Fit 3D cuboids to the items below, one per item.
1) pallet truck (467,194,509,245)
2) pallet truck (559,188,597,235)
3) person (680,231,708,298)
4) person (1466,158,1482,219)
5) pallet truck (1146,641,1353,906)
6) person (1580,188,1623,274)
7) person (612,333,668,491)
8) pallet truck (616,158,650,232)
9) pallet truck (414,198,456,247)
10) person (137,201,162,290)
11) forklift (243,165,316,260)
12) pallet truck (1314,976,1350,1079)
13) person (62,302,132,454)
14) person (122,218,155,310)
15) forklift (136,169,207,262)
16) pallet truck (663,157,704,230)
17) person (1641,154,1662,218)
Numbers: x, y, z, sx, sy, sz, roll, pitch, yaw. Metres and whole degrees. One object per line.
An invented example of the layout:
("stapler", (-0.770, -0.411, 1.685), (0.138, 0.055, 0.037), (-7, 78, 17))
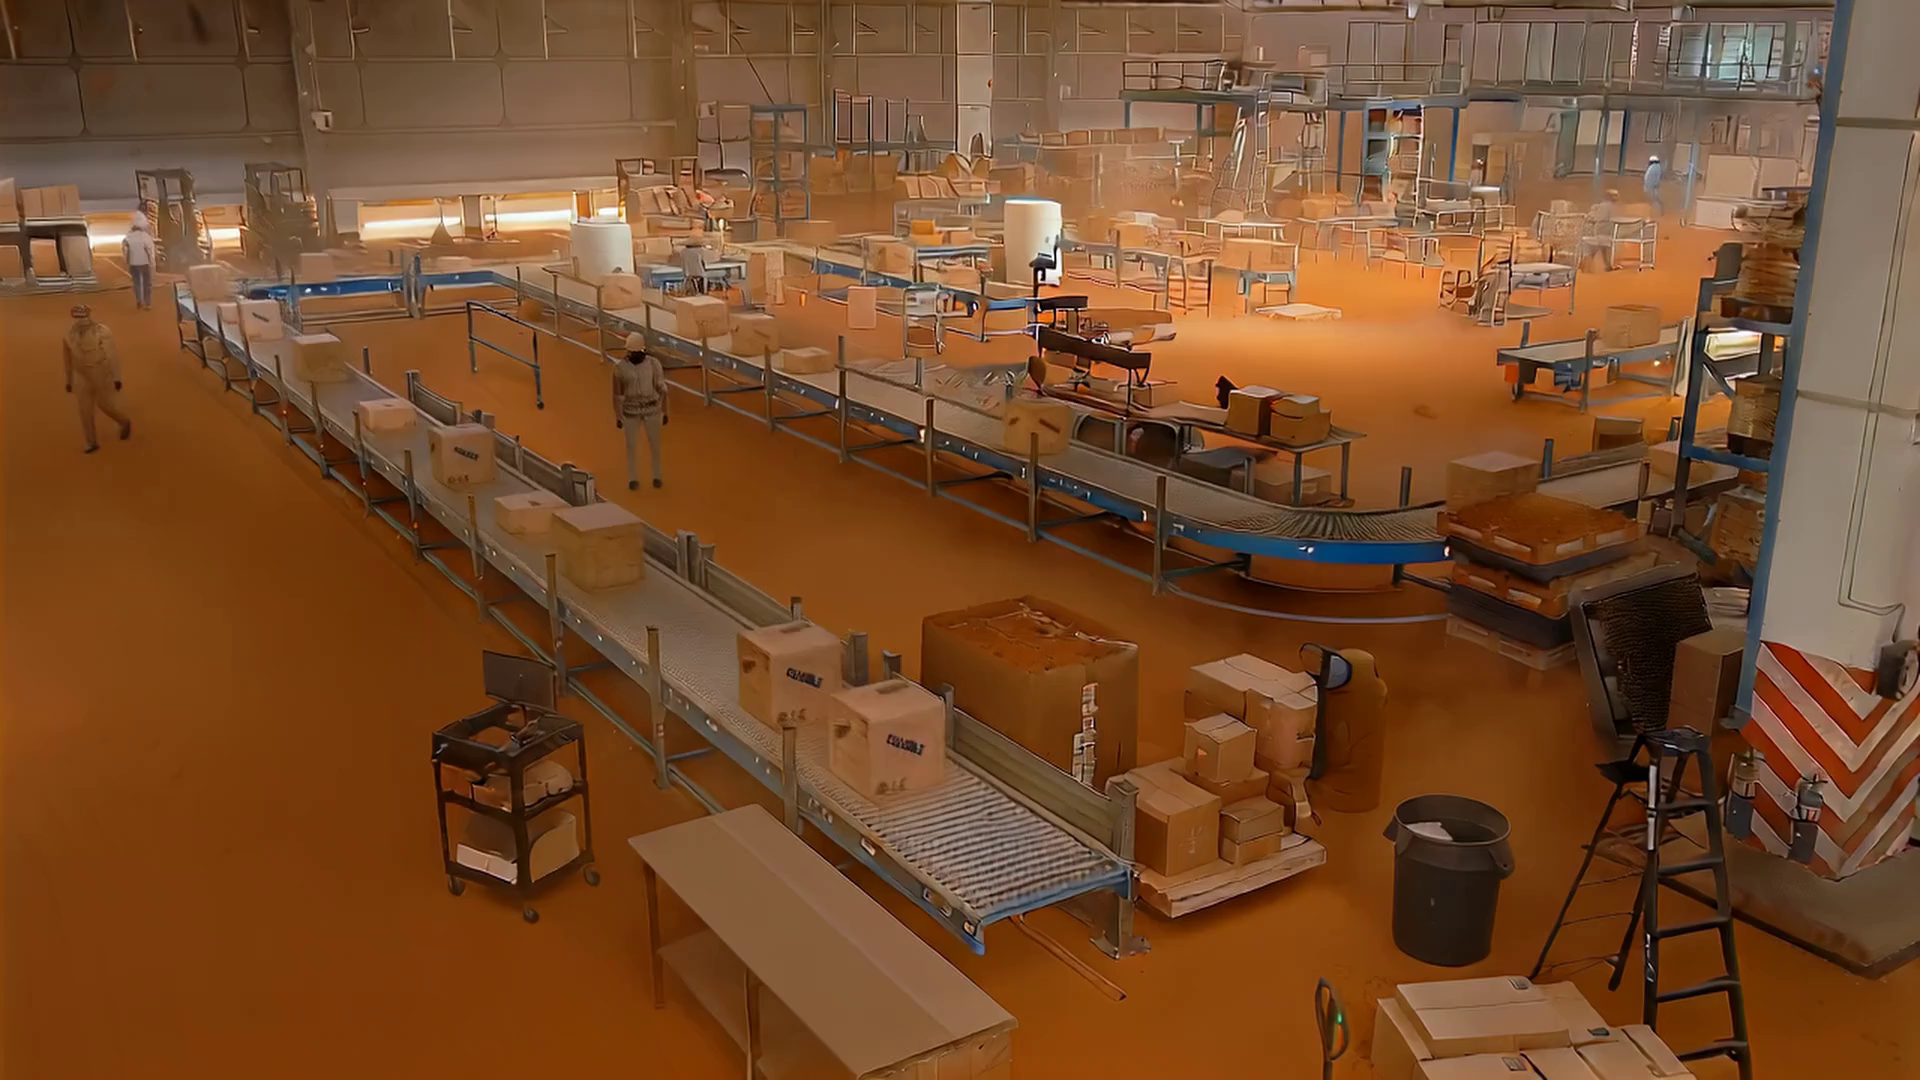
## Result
("pallet truck", (-11.983, -8.177, 42.137), (0.704, 1.261, 1.522), (-11, 20, -33))
("pallet truck", (-10.010, -8.652, 43.699), (0.653, 1.274, 1.630), (-10, 20, -31))
("person", (-4.853, -4.826, 30.401), (0.498, 1.634, 0.283), (2, 17, 6))
("person", (14.767, -10.072, 47.671), (0.483, 1.744, 0.306), (-14, 22, -39))
("pallet truck", (1.664, 1.407, 10.232), (1.630, 1.274, 0.653), (-10, 20, -31))
("person", (14.113, -6.748, 36.396), (0.916, 1.863, 0.557), (0, 17, 0))
("person", (-3.625, -1.453, 18.863), (0.619, 1.821, 0.414), (-4, 17, -13))
("pallet truck", (-8.918, -9.176, 44.255), (0.823, 1.965, 1.885), (-9, 19, -27))
("pallet truck", (-13.250, -8.060, 41.856), (0.680, 1.201, 1.601), (-10, 20, -31))
("person", (-16.586, -5.993, 33.945), (0.453, 1.826, 0.604), (-9, 19, -27))
("forklift", (-15.898, -7.669, 38.708), (1.157, 1.987, 2.680), (-11, 20, -33))
("pallet truck", (2.299, 2.390, 7.086), (1.601, 1.201, 0.680), (-2, 17, -7))
("person", (-10.782, -2.053, 20.757), (0.677, 1.882, 0.647), (0, 17, 1))
("person", (-15.517, -5.209, 31.463), (0.527, 1.750, 0.538), (-6, 18, -19))
("forklift", (-17.842, -7.318, 37.559), (1.157, 1.987, 2.680), (-10, 20, -31))
("pallet truck", (-7.586, -9.308, 44.692), (0.823, 1.965, 1.885), (-11, 20, -33))
("person", (19.883, -10.163, 47.840), (0.613, 1.818, 0.507), (-8, 18, -24))
